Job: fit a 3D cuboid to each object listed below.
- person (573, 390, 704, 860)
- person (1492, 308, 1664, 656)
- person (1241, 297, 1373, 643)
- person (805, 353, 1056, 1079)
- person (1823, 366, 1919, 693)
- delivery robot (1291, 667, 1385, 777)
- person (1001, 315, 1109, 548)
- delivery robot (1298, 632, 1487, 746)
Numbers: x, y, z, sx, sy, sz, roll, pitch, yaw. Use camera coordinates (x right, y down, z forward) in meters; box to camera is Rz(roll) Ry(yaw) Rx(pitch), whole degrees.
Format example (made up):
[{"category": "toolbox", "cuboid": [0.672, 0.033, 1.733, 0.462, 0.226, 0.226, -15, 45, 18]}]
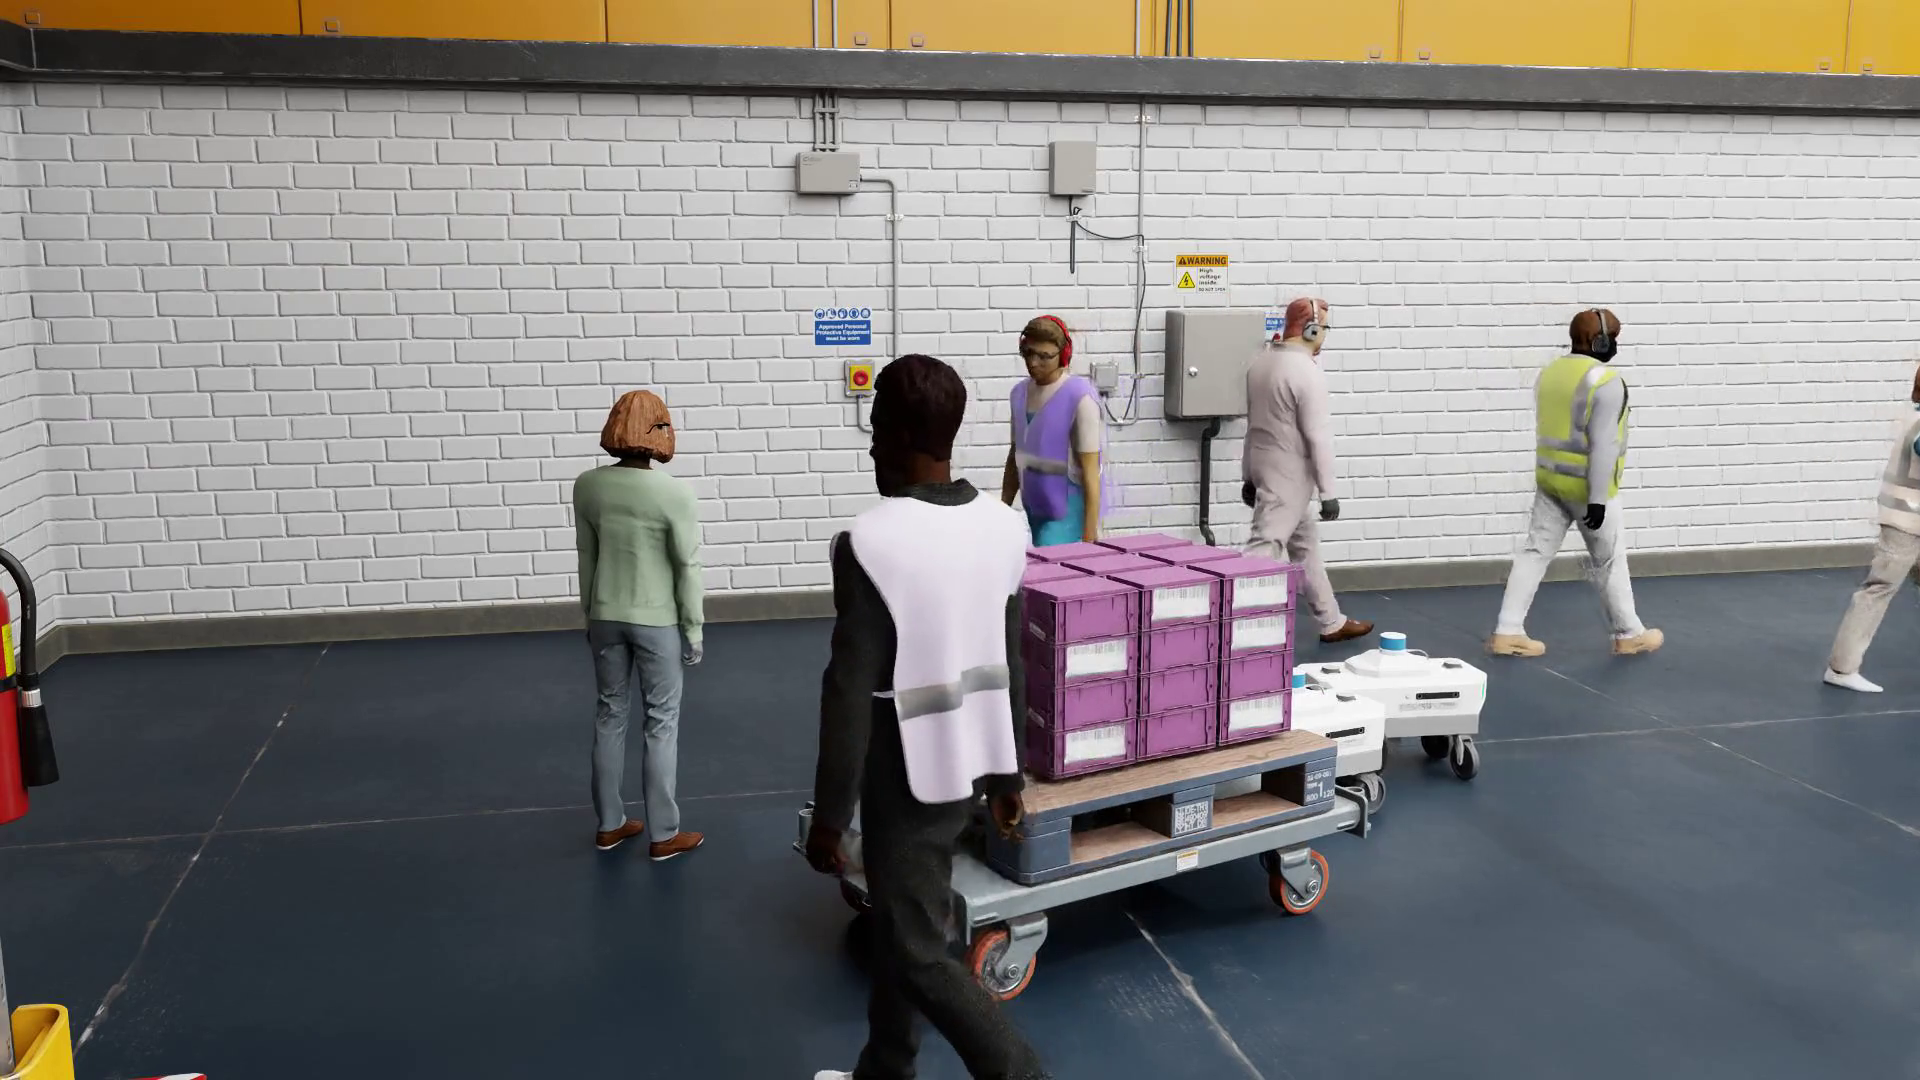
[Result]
[{"category": "person", "cuboid": [-1.105, 0.294, 5.759, 0.493, 1.624, 0.280, 4, 11, 21]}, {"category": "person", "cuboid": [3.166, -0.281, 8.486, 0.954, 1.793, 0.646, -3, 11, -17]}, {"category": "person", "cuboid": [1.692, -0.317, 8.557, 1.038, 1.849, 0.651, -2, 10, -13]}, {"category": "person", "cuboid": [-0.028, 0.532, 3.722, 0.879, 1.891, 0.596, 7, 12, 34]}, {"category": "person", "cuboid": [4.514, -0.047, 7.721, 0.849, 1.593, 0.538, 5, 11, 25]}, {"category": "delivery robot", "cuboid": [1.216, 0.714, 6.134, 0.707, 0.478, 0.477, -5, 11, -26]}, {"category": "person", "cuboid": [0.309, -0.074, 7.279, 0.781, 1.800, 0.599, -5, 11, -27]}, {"category": "delivery robot", "cuboid": [1.733, 0.615, 6.682, 0.707, 0.478, 0.477, -2, 10, -9]}]
